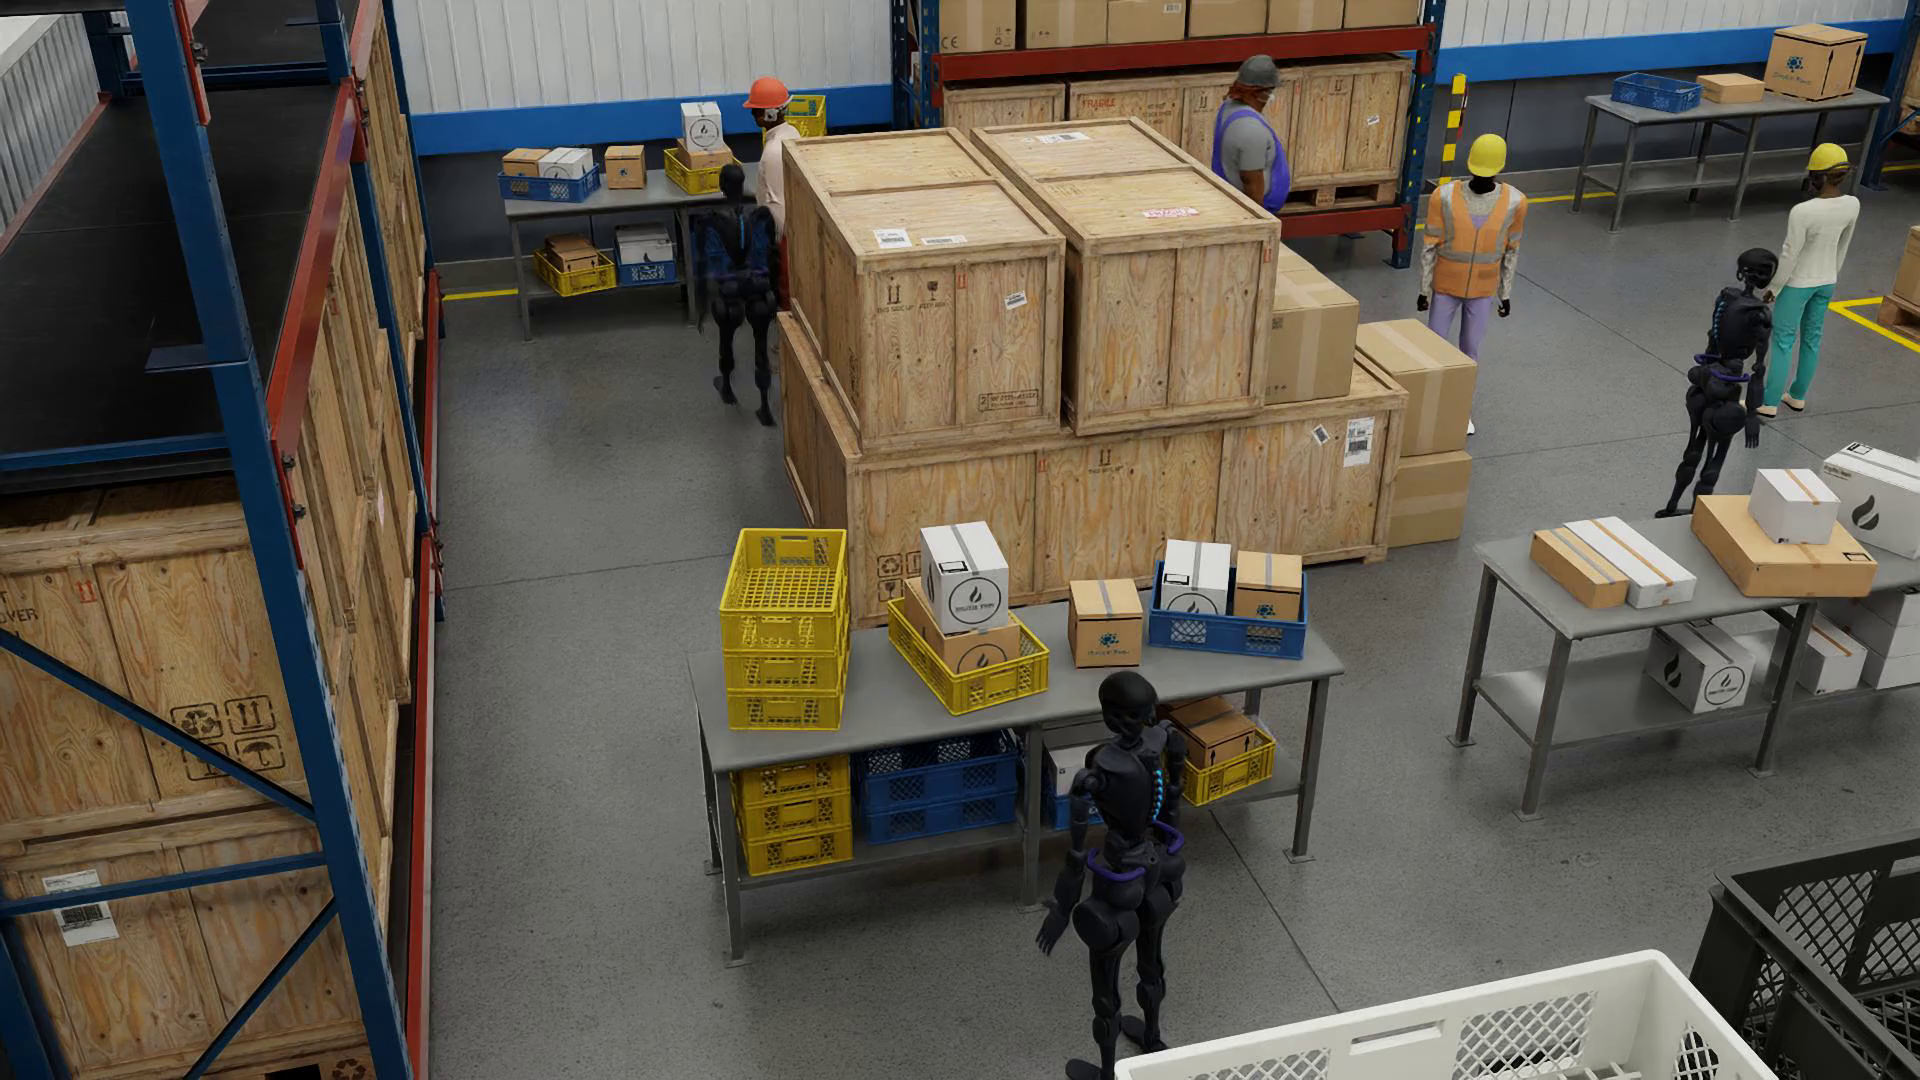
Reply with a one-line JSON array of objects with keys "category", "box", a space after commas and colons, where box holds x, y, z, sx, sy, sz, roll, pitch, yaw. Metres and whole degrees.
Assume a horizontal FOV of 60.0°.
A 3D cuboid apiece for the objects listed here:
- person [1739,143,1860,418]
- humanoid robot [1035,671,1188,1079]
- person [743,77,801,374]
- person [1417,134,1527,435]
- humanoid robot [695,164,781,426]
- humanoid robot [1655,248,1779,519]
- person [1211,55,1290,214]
[{"category": "person", "box": [5.331, -1.629, 10.528, 0.523, 1.760, 0.323, -10, 30, -18]}, {"category": "humanoid robot", "box": [0.536, 1.143, 5.571, 0.599, 1.653, 0.332, -24, 37, -36]}, {"category": "person", "box": [-1.205, -2.104, 11.164, 0.412, 1.985, 0.608, 2, 29, 4]}, {"category": "person", "box": [3.115, -1.559, 10.240, 0.585, 1.915, 0.387, 4, 29, 7]}, {"category": "humanoid robot", "box": [-1.398, -1.571, 10.538, 0.599, 1.627, 0.699, -11, 31, -19]}, {"category": "humanoid robot", "box": [4.174, -0.792, 9.091, 0.333, 1.651, 0.574, -2, 29, -3]}, {"category": "person", "box": [2.013, -2.363, 11.571, 0.538, 2.000, 0.684, -5, 29, -8]}]
